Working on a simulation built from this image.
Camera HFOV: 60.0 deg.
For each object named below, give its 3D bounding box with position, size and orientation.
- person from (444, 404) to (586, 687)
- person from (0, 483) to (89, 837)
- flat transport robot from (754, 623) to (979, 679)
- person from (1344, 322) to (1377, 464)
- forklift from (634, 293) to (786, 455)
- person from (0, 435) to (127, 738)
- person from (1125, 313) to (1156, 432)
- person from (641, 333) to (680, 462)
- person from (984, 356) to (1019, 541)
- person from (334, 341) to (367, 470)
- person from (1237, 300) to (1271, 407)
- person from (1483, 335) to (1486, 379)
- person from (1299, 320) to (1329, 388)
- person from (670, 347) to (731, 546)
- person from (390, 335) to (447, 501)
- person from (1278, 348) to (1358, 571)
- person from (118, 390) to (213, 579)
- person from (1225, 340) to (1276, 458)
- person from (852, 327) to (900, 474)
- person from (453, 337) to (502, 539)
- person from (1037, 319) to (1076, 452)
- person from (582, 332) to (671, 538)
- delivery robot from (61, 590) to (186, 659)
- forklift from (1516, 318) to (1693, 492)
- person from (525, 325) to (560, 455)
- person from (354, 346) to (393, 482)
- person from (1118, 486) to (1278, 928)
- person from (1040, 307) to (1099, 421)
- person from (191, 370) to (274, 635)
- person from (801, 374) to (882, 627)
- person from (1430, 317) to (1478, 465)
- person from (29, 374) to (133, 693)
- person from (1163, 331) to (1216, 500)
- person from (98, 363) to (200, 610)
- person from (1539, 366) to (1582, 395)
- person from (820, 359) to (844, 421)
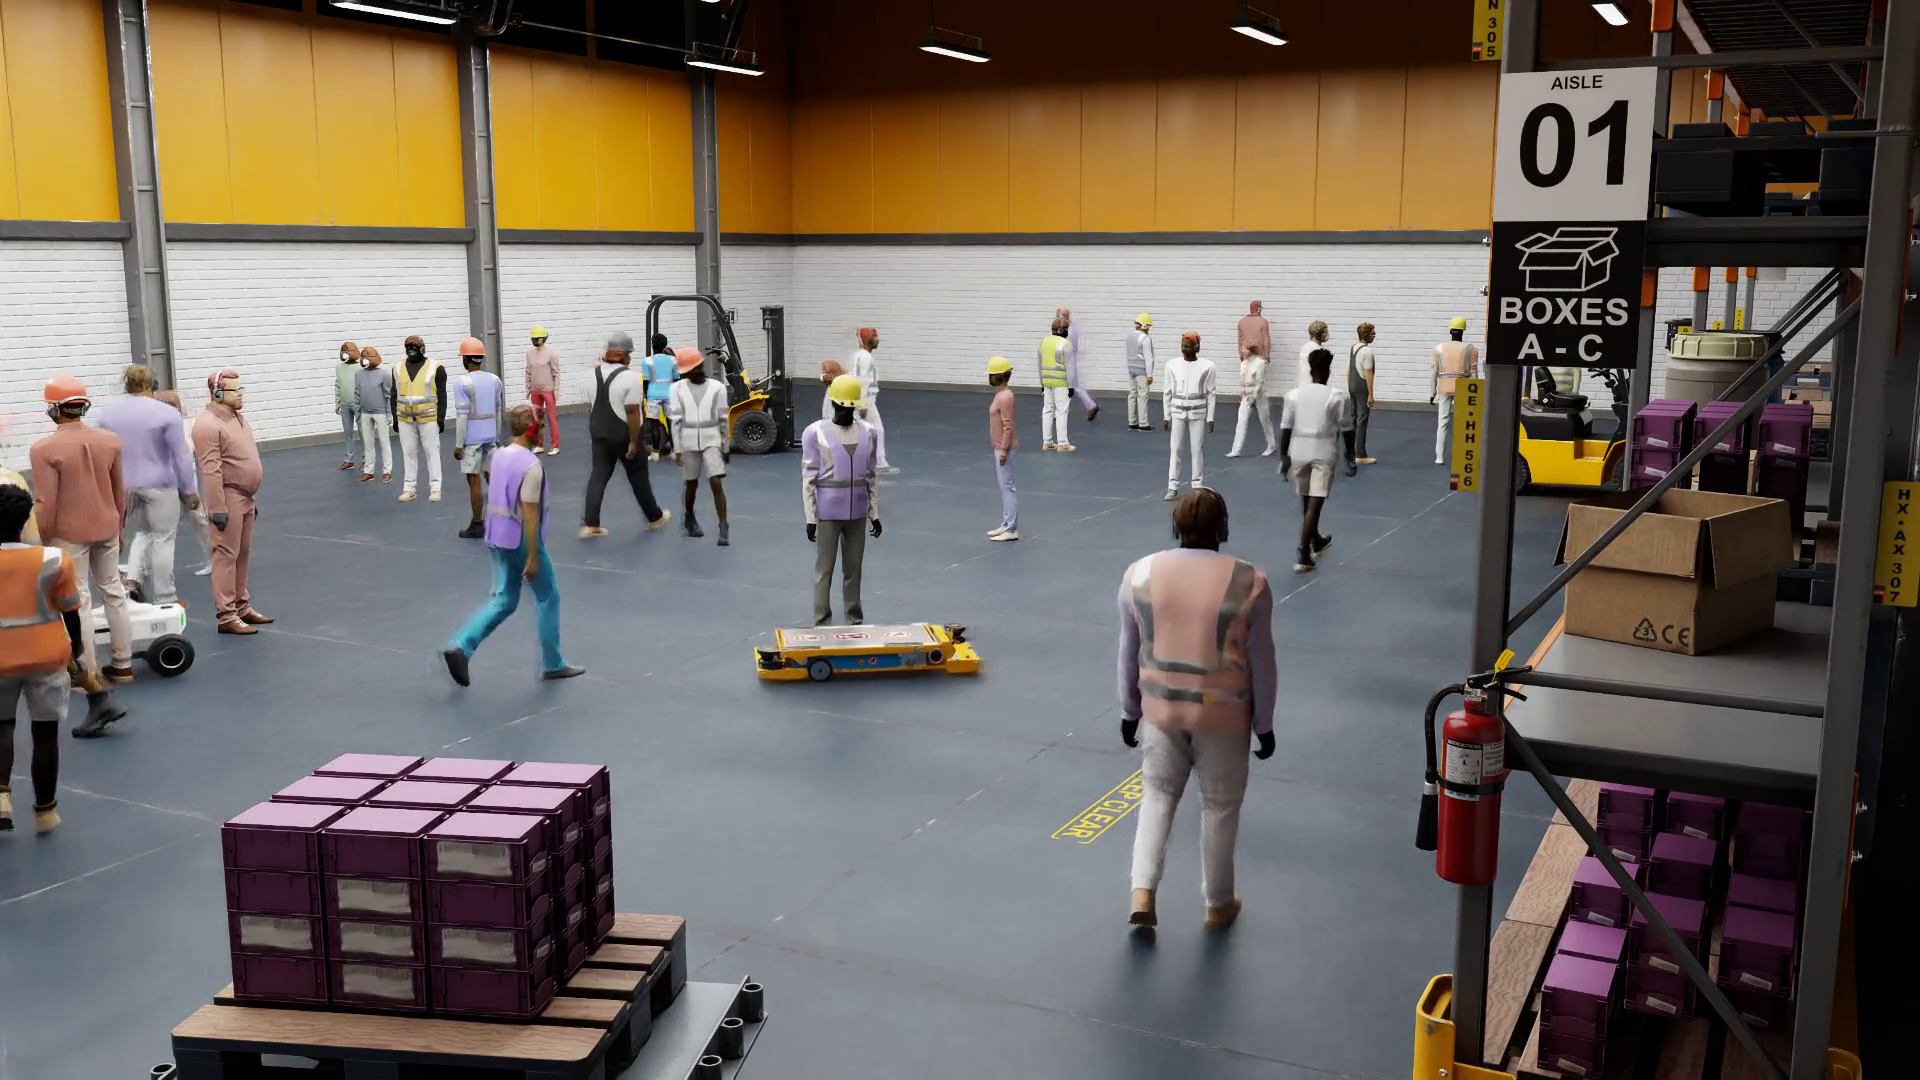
[{"bbox_3d":[-2.843,0.042,10.520,0.841,1.806,0.576,-9,13,-41],"label":"person"},{"bbox_3d":[-4.385,0.572,7.786,0.539,1.684,0.364,-4,10,-20],"label":"person"},{"bbox_3d":[-0.629,0.725,10.997,1.431,0.197,0.652,-2,10,-9],"label":"flat transport robot"},{"bbox_3d":[5.245,-1.915,21.727,0.336,1.844,0.508,-3,10,-17],"label":"person"},{"bbox_3d":[-3.588,-2.317,23.042,2.313,2.155,1.214,-1,10,-5],"label":"forklift"},{"bbox_3d":[-5.218,0.233,9.244,0.965,1.874,0.563,-3,10,-18],"label":"person"},{"bbox_3d":[2.791,-2.574,25.612,0.403,1.822,0.586,-5,11,-29],"label":"person"},{"bbox_3d":[-3.950,-1.881,21.952,0.540,1.700,0.316,-6,12,-33],"label":"person"},{"bbox_3d":[0.394,-0.870,15.912,0.327,1.765,0.528,0,10,-2],"label":"person"},{"bbox_3d":[-7.694,-1.697,21.077,0.498,1.634,0.281,2,10,13],"label":"person"},{"bbox_3d":[5.246,-3.298,29.558,0.643,1.909,0.410,9,13,42],"label":"person"},{"bbox_3d":[7.615,-2.265,23.316,0.922,2.010,0.609,-8,13,-39],"label":"person"},{"bbox_3d":[4.297,-1.700,20.209,0.371,1.940,0.627,-1,10,-5],"label":"person"},{"bbox_3d":[-2.463,-0.913,15.840,0.556,1.880,0.763,-1,10,-6],"label":"person"},{"bbox_3d":[-5.997,-1.341,18.419,0.626,1.844,0.429,0,10,1],"label":"person"},{"bbox_3d":[3.151,-0.723,14.612,0.609,1.906,1.027,7,12,36],"label":"person"},{"bbox_3d":[-6.662,-0.459,13.997,0.871,1.590,0.541,-3,10,-18],"label":"person"},{"bbox_3d":[3.960,-1.900,22.399,0.884,1.589,0.505,-7,12,-36],"label":"person"},{"bbox_3d":[-1.258,-1.720,20.610,0.923,1.854,0.588,-2,10,-10],"label":"person"},{"bbox_3d":[-4.663,-0.984,16.056,0.345,1.942,0.551,6,11,31],"label":"person"},{"bbox_3d":[1.364,-2.149,23.107,0.429,1.837,0.634,-9,13,-41],"label":"person"},{"bbox_3d":[-3.295,-1.058,16.197,0.701,2.000,1.043,6,11,29],"label":"person"},{"bbox_3d":[-5.431,0.570,10.803,0.707,0.478,0.477,-7,12,-33],"label":"delivery robot"},{"bbox_3d":[7.066,-1.601,18.899,2.313,2.155,1.214,5,11,27],"label":"forklift"},{"bbox_3d":[-5.684,-2.027,22.608,0.531,1.767,0.328,4,11,22],"label":"person"},{"bbox_3d":[-7.034,-1.505,19.963,0.500,1.634,0.286,2,10,13],"label":"person"},{"bbox_3d":[0.951,0.693,6.671,0.643,1.838,0.528,5,11,25],"label":"person"},{"bbox_3d":[1.787,-2.852,27.089,0.913,1.873,0.626,5,11,28],"label":"person"},{"bbox_3d":[-5.266,-0.277,12.072,0.407,1.908,0.641,-1,10,-4],"label":"person"},{"bbox_3d":[-0.806,-0.191,11.538,0.585,1.917,0.382,-6,12,-32],"label":"person"},{"bbox_3d":[6.396,-1.925,21.547,0.595,1.925,0.373,4,11,22],"label":"person"},{"bbox_3d":[-5.517,-0.040,10.435,0.383,1.996,0.609,5,11,27],"label":"person"},{"bbox_3d":[2.535,-1.365,18.435,0.575,1.883,0.362,3,10,16],"label":"person"},{"bbox_3d":[-6.144,-0.381,12.629,0.679,1.916,0.459,2,10,11],"label":"person"},{"bbox_3d":[8.316,-2.133,23.136,0.597,1.814,0.788,7,12,35],"label":"person"},{"bbox_3d":[-1.320,-1.110,17.679,0.459,1.618,0.523,-1,10,-5],"label":"person"}]
